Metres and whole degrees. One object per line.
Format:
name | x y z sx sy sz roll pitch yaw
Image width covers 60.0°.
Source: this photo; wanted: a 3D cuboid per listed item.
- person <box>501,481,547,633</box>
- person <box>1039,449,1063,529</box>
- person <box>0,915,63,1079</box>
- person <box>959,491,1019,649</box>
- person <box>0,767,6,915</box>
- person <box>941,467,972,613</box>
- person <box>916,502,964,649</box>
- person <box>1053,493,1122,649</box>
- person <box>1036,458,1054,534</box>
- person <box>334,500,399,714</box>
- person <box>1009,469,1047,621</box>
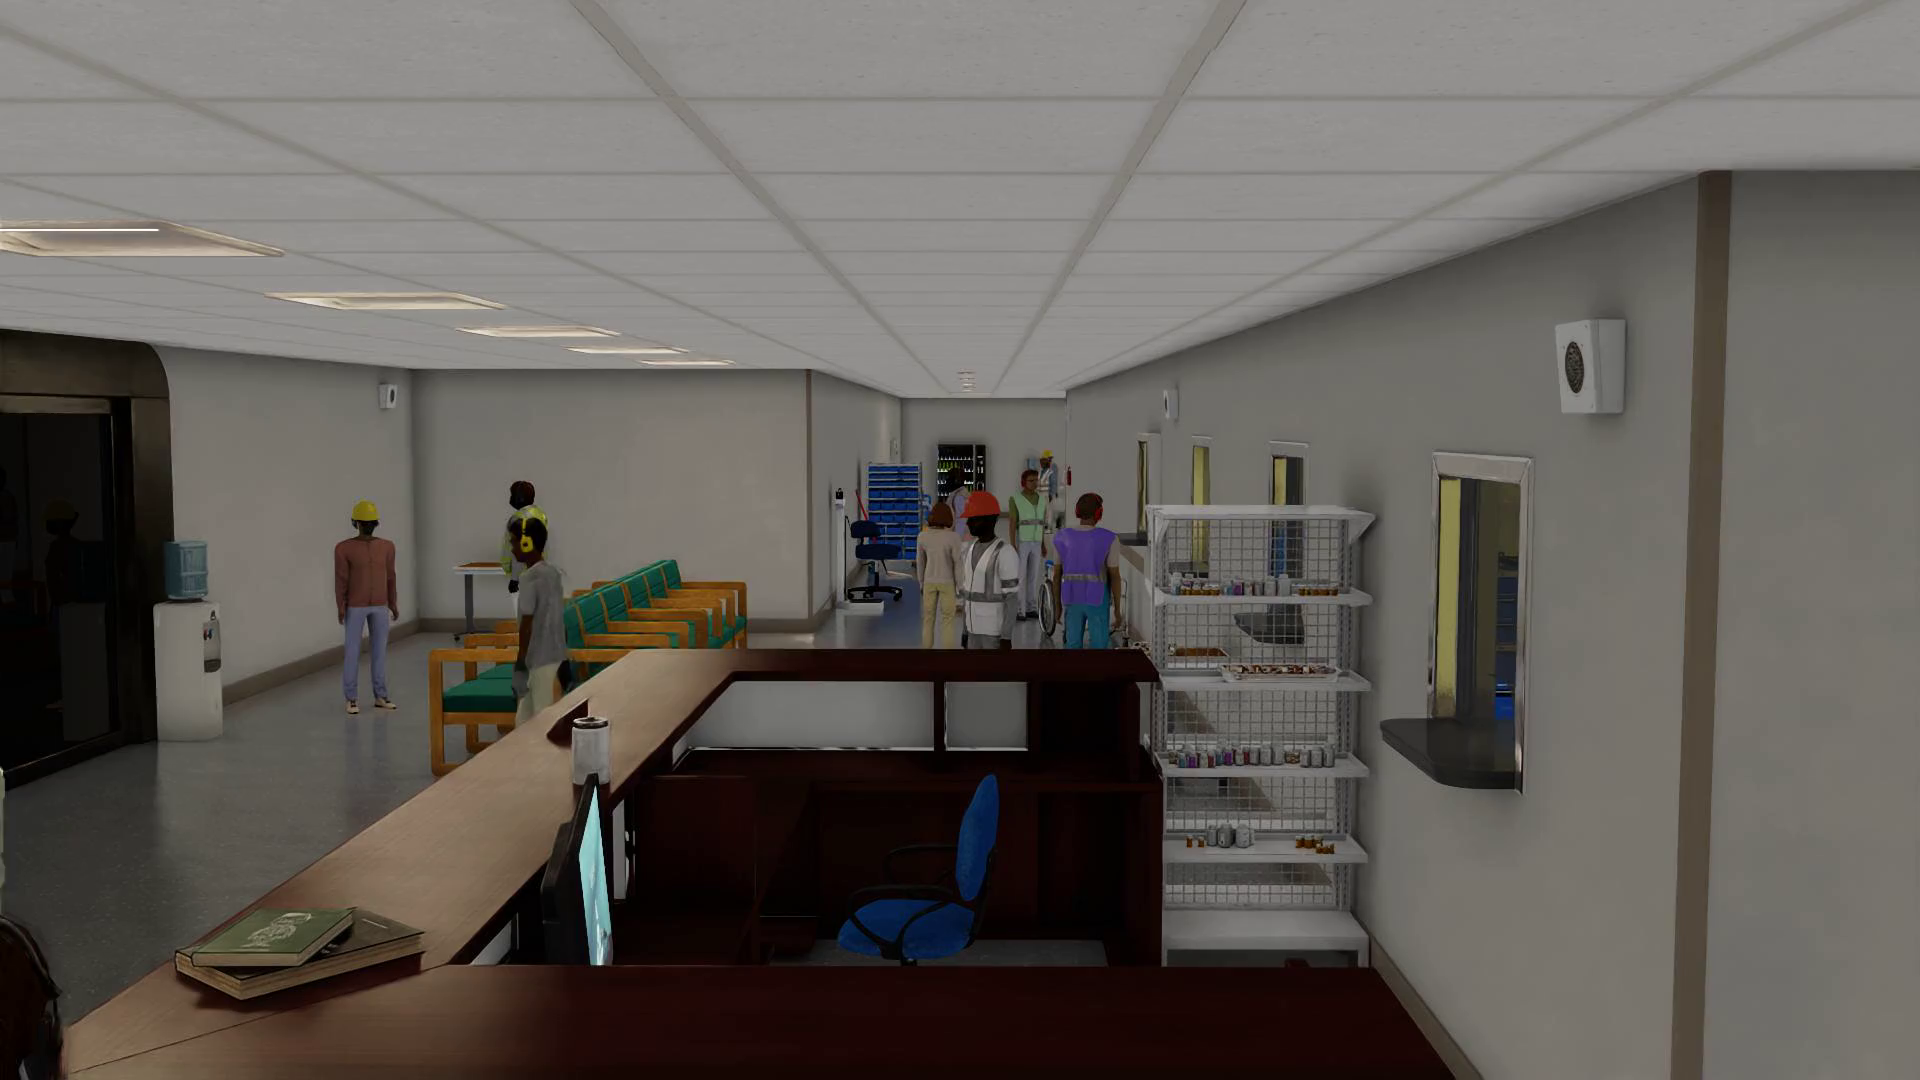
person | -4.277 0.340 16.301 0.429 1.844 0.625 0 4 4
person | 2.014 -1.121 37.075 0.791 1.806 0.600 4 6 43
person | -1.192 1.363 2.018 0.633 1.835 0.429 -2 5 -29
person | 0.170 0.618 11.725 0.374 1.935 0.552 -3 5 -35
person | -2.774 1.133 4.318 0.615 1.973 0.856 1 4 11
person | -0.057 0.001 21.036 0.429 1.847 0.625 0 4 -5
person | -0.187 0.448 16.212 0.501 1.633 0.279 2 5 27
person | 1.026 0.539 13.467 0.574 1.843 0.374 2 4 23
person | 1.831 -0.952 35.806 0.311 1.642 0.513 -3 5 -38
person | -4.931 0.552 13.843 0.530 1.768 0.312 -4 6 -43
person | 0.815 0.055 20.266 0.571 1.843 0.373 -4 5 -41
